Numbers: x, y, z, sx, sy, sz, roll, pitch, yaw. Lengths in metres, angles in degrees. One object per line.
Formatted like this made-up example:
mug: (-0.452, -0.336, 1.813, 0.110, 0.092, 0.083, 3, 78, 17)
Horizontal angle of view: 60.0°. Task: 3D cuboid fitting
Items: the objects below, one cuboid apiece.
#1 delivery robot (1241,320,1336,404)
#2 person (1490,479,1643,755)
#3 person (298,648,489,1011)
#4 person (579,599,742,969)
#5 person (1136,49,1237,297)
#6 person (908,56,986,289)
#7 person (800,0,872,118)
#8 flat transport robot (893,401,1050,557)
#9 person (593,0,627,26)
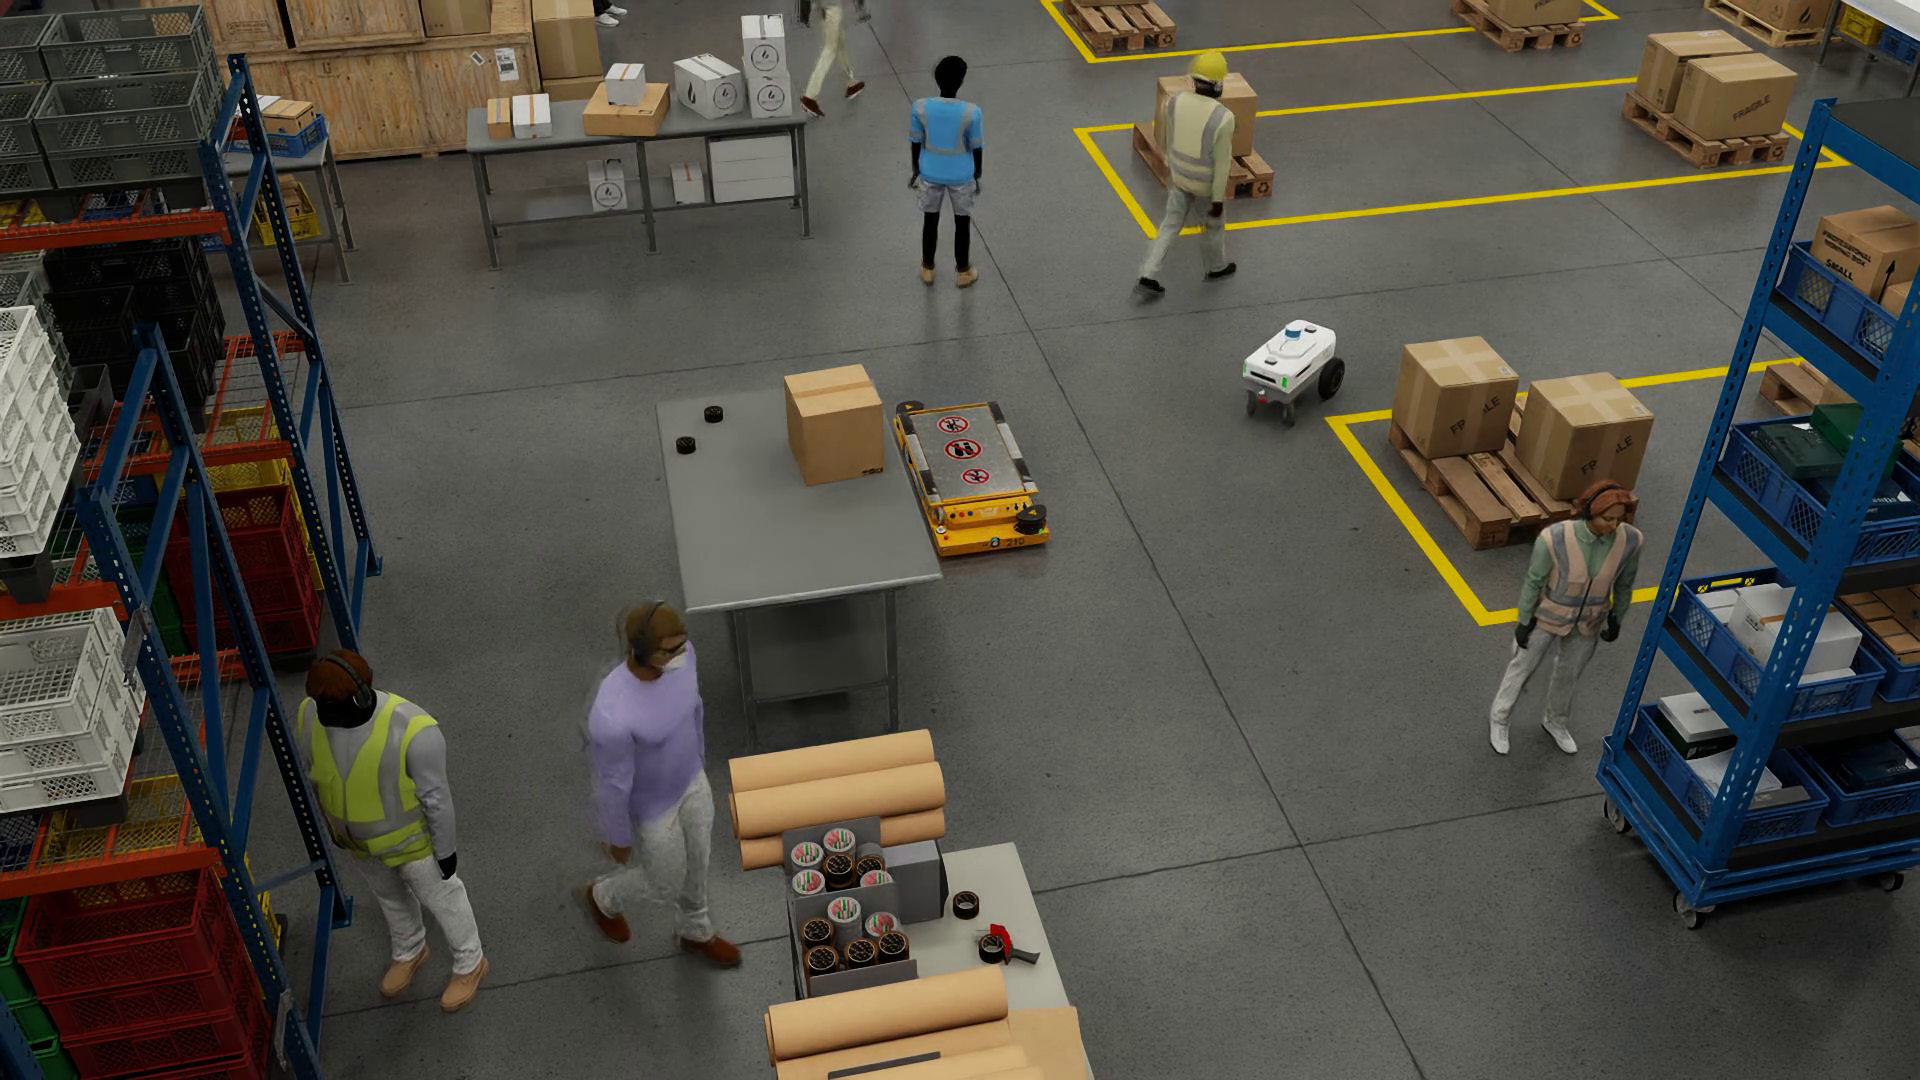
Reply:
delivery robot: (2.138, -1.173, 10.795, 0.477, 0.478, 0.707, 25, 44, 30)
person: (2.886, 0.382, 7.893, 0.529, 1.628, 0.322, -1, 37, -1)
person: (-2.289, 1.166, 6.669, 0.629, 1.837, 0.429, 11, 38, 15)
person: (-1.264, 1.012, 6.804, 0.608, 1.917, 0.655, 16, 40, 20)
person: (1.651, -2.566, 11.719, 0.603, 1.794, 0.912, 31, 46, 35)
person: (-0.102, -2.602, 11.853, 0.585, 1.686, 0.334, 9, 38, 12)
person: (-1.167, -4.666, 14.513, 0.600, 1.820, 0.944, 23, 42, 27)
flat transport robot: (0.046, -0.430, 10.108, 0.652, 0.197, 1.431, -8, 37, -10)
person: (-3.589, -6.055, 16.303, 0.394, 1.915, 0.587, 5, 37, 7)
